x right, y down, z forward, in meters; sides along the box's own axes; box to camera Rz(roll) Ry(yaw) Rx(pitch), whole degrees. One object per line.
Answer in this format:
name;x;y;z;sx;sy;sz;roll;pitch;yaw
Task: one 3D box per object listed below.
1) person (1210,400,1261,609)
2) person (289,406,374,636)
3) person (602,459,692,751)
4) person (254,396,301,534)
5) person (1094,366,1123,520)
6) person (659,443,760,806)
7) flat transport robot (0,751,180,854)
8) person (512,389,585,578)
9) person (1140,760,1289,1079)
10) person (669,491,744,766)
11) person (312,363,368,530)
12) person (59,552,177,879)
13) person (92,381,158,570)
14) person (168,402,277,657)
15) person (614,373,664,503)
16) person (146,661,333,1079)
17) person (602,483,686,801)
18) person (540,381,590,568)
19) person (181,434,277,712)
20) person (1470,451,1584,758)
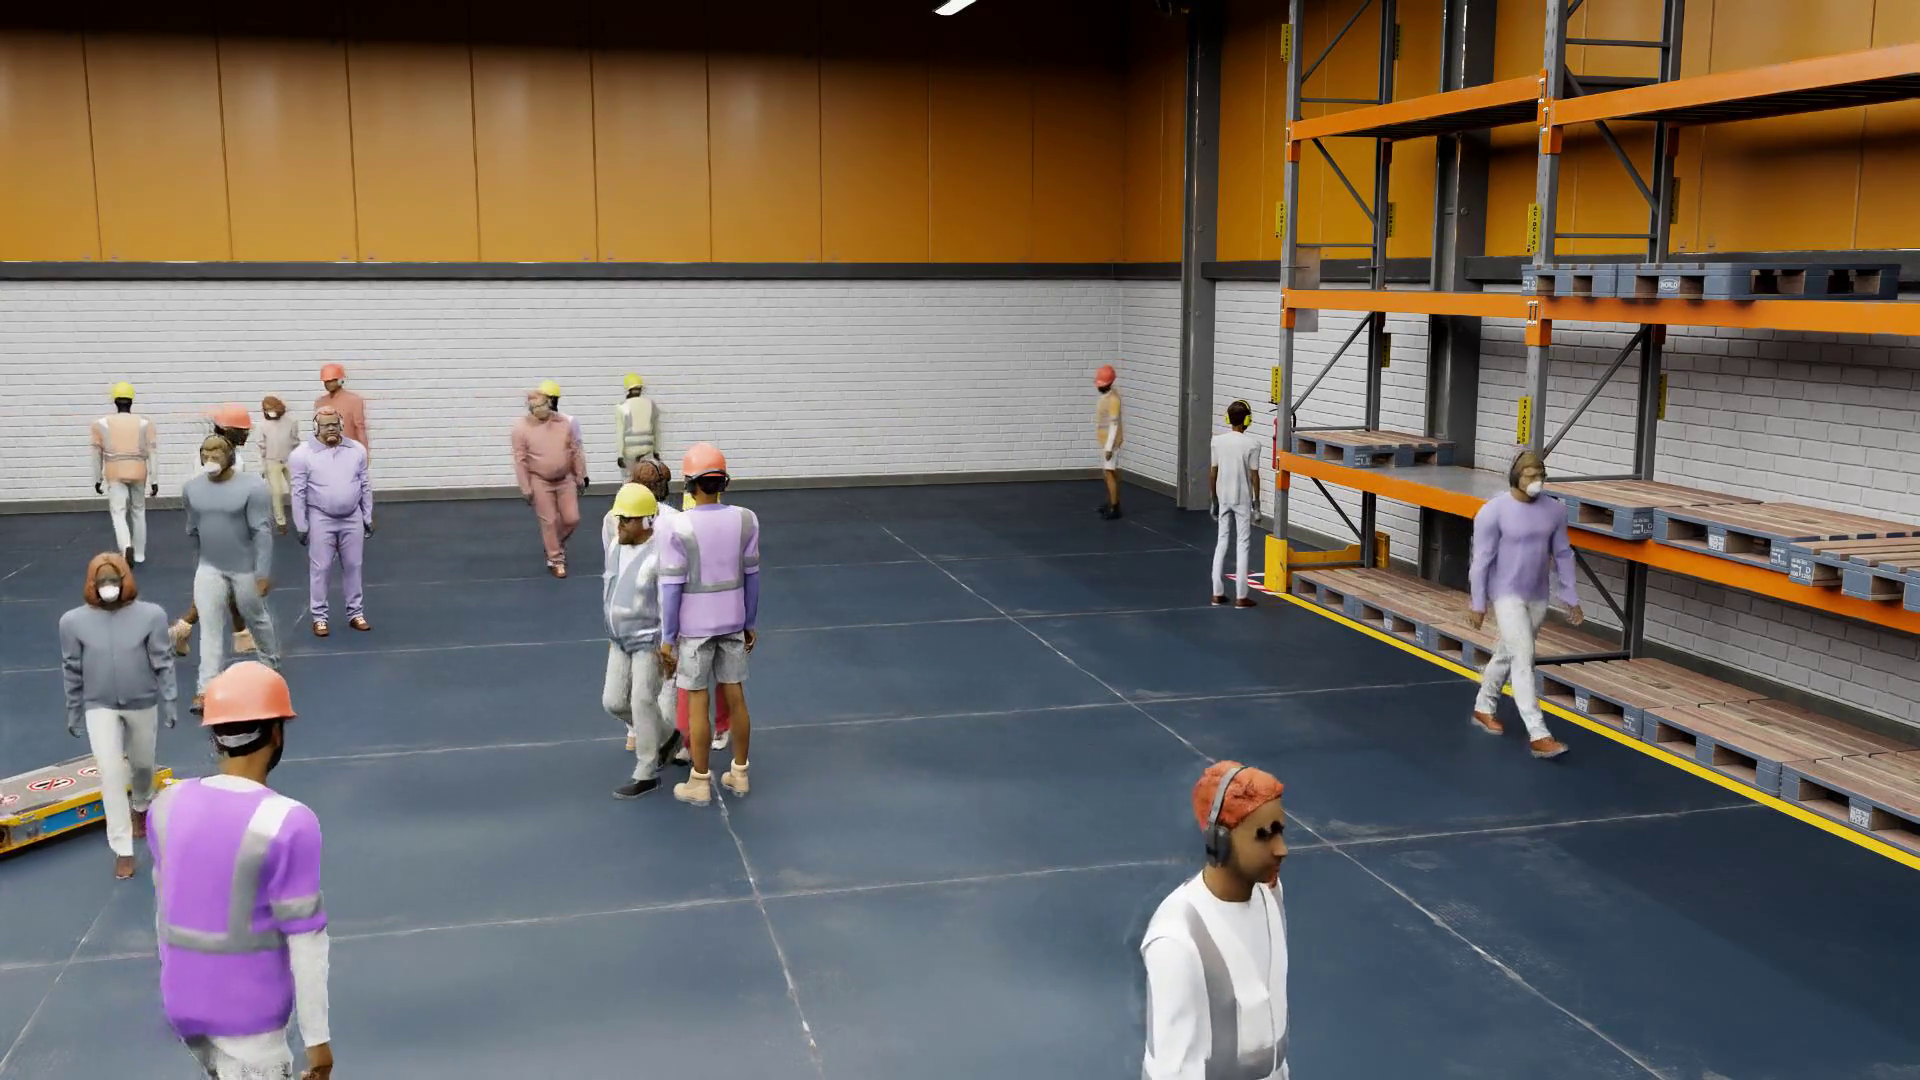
person;2.463;-0.320;14.878;0.505;1.865;0.324;7;11;36
person;-5.176;-0.160;13.774;0.656;1.900;0.396;-7;12;-38
person;-1.892;0.417;10.339;0.633;1.843;0.429;4;10;26
person;-7.781;-0.862;19.067;0.572;1.595;0.380;-8;12;-42
person;1.791;-1.188;20.227;0.487;1.885;0.706;-2;9;-11
person;-1.416;0.473;9.362;0.608;2.044;0.370;-7;11;-37
flat transport robot;-4.940;1.425;8.930;0.652;0.197;1.431;4;10;25
person;-4.043;-0.554;16.341;0.687;1.870;0.502;-6;11;-33
person;0.648;1.434;4.042;1.013;1.823;0.591;7;12;39
person;-1.564;0.507;10.135;0.550;1.715;0.889;1;9;5
person;-6.999;-0.998;18.731;0.659;1.980;0.435;2;9;14
person;-4.274;0.835;8.478;0.503;1.602;0.816;-5;10;-28
person;-8.455;-0.658;16.883;0.591;1.900;0.809;-6;11;-31
person;-5.733;-0.048;12.750;0.803;2.010;0.645;-8;12;-39
person;-3.807;-1.081;19.789;0.605;1.813;0.759;-7;11;-37
person;-2.035;1.297;4.668;0.633;1.887;0.683;3;10;20
person;-1.785;0.562;9.495;0.608;1.812;0.481;9;12;43
person;-4.152;-0.687;17.122;0.613;1.878;0.974;1;9;5
person;-5.085;0.194;11.622;0.644;1.887;1.030;0;9;2
person;3.544;0.378;10.441;0.651;1.884;1.025;-3;10;-20
